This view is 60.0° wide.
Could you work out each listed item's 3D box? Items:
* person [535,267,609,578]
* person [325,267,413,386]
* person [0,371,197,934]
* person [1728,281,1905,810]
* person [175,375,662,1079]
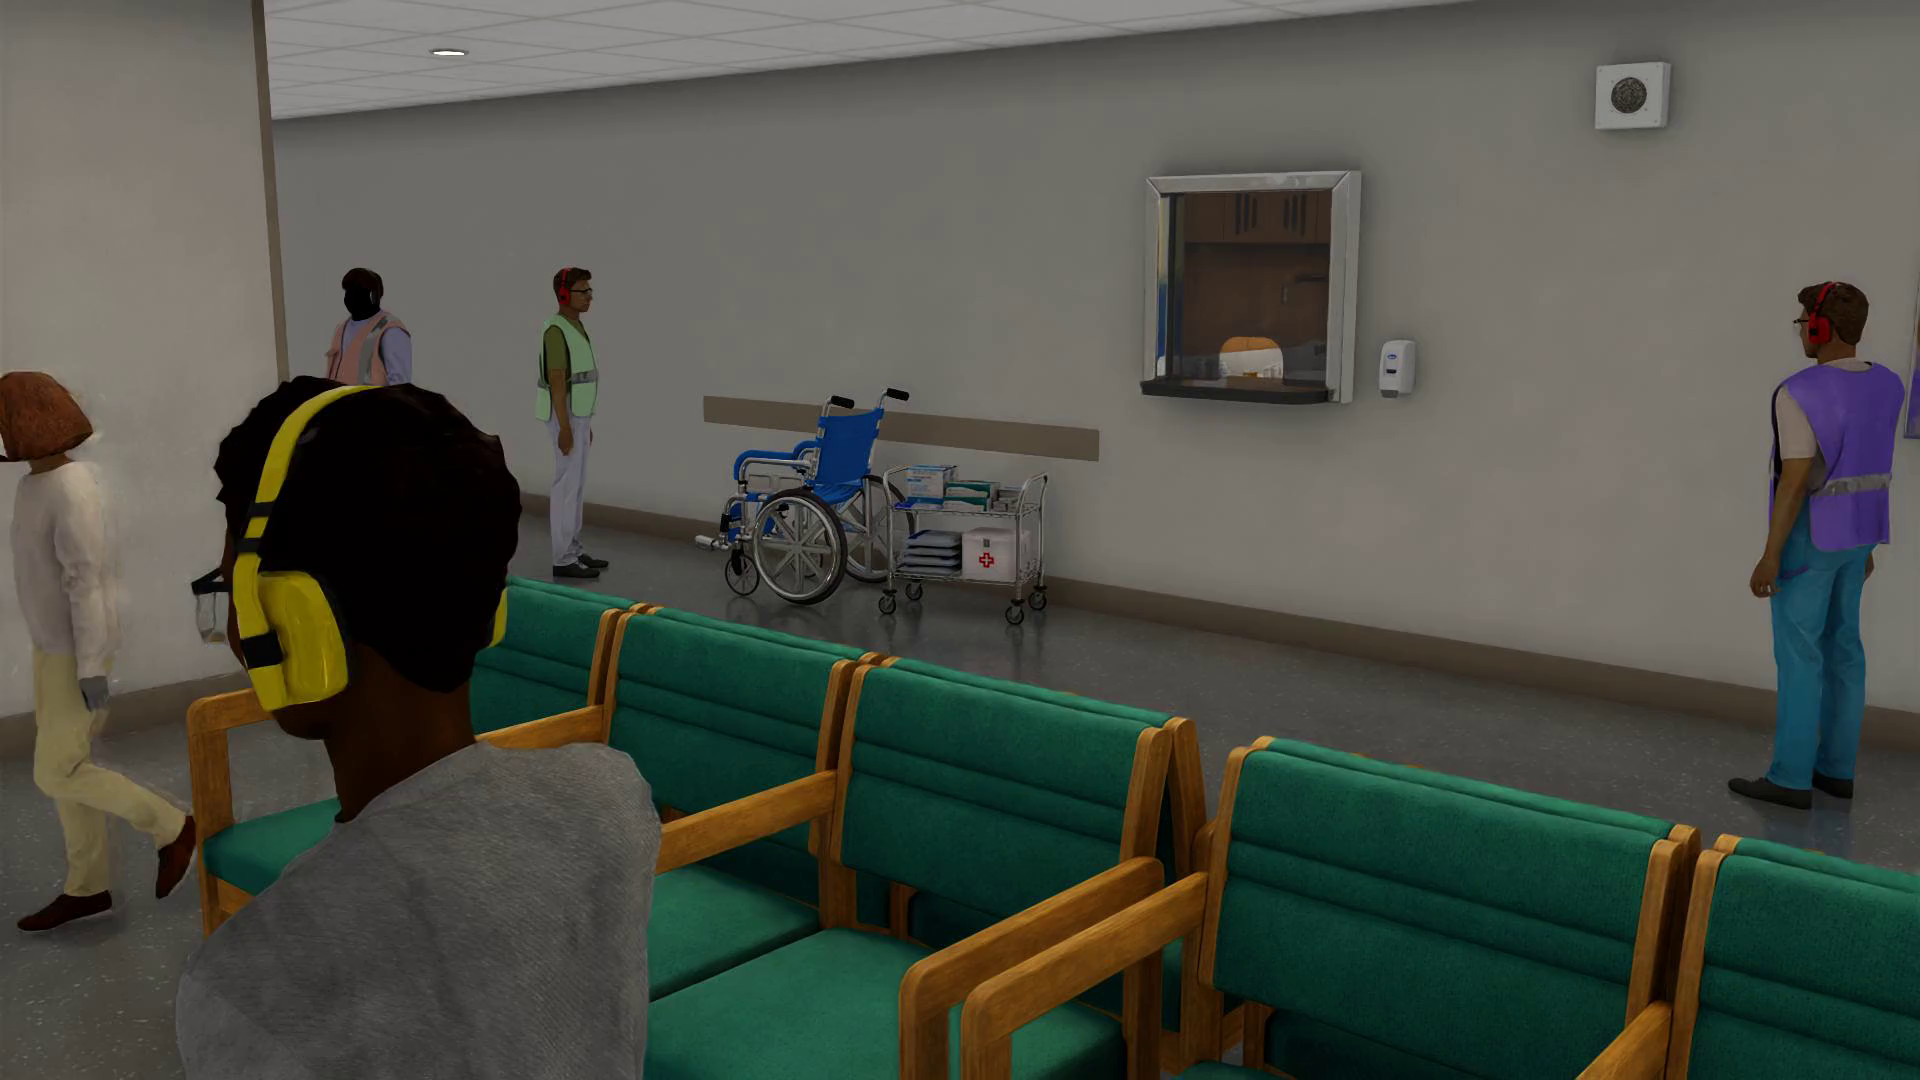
[{"bbox_3d":[-2.344,-0.703,9.971,0.373,1.843,0.570,0,10,-1],"label":"person"},{"bbox_3d":[-3.492,-0.672,9.805,0.627,1.847,0.429,7,12,34],"label":"person"},{"bbox_3d":[-2.515,0.323,4.762,0.422,1.616,0.509,-9,14,-43],"label":"person"},{"bbox_3d":[3.025,0.027,5.823,0.570,1.842,0.377,-5,11,-27],"label":"person"},{"bbox_3d":[-0.407,0.802,1.350,0.309,1.864,0.535,3,10,18],"label":"person"}]
